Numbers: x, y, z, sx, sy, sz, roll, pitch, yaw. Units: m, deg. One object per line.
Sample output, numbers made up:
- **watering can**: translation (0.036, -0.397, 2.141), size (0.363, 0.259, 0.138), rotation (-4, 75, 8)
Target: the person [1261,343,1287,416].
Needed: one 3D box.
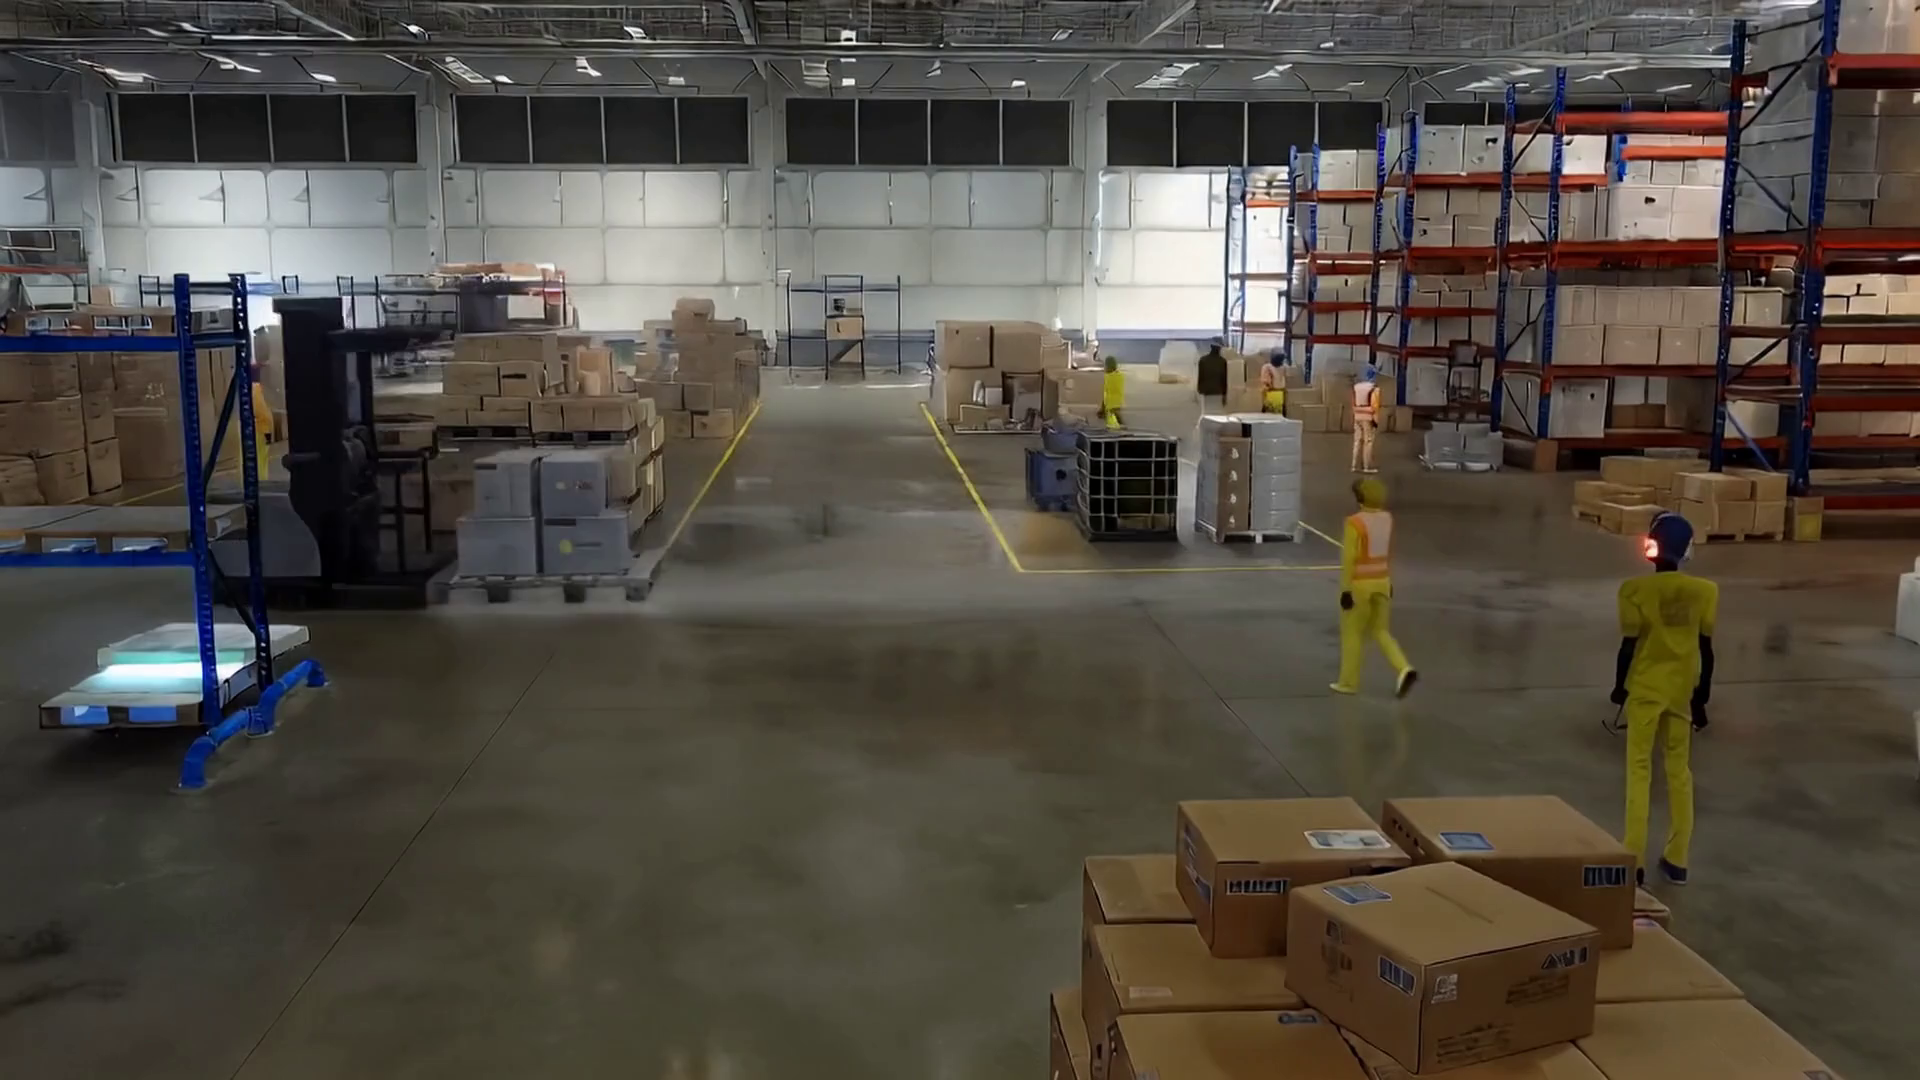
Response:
- **person**: translation (5.111, -2.227, 26.976), size (0.377, 1.932, 0.552), rotation (8, 12, 41)

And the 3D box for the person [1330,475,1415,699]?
- **person**: translation (2.931, 0.347, 11.816), size (0.518, 1.618, 0.634), rotation (-5, 10, -28)

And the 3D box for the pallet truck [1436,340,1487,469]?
- **pallet truck**: translation (8.004, -2.170, 26.422), size (0.823, 1.965, 1.885), rotation (2, 9, 14)

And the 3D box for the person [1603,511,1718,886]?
- **person**: translation (3.461, 0.789, 8.249), size (0.531, 1.867, 0.317), rotation (-1, 9, -4)

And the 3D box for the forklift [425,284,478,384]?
- **forklift**: translation (-10.775, -4.216, 36.500), size (1.873, 2.768, 1.129), rotation (-2, 9, -13)

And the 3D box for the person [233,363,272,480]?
- **person**: translation (-9.588, -1.487, 22.636), size (0.624, 1.840, 0.429), rotation (5, 10, 30)

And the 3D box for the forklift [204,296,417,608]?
- **forklift**: translation (-5.922, -0.843, 15.325), size (1.873, 2.768, 1.129), rotation (-1, 9, -4)

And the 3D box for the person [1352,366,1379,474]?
- **person**: translation (6.180, -1.821, 25.346), size (0.312, 1.642, 0.512), rotation (-5, 10, -30)

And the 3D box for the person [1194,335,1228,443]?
- **person**: translation (4.451, -2.645, 29.454), size (0.647, 1.979, 0.551), rotation (8, 12, 42)

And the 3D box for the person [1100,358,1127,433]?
- **person**: translation (2.572, -2.225, 27.889), size (0.544, 1.647, 0.729), rotation (-7, 12, -39)
